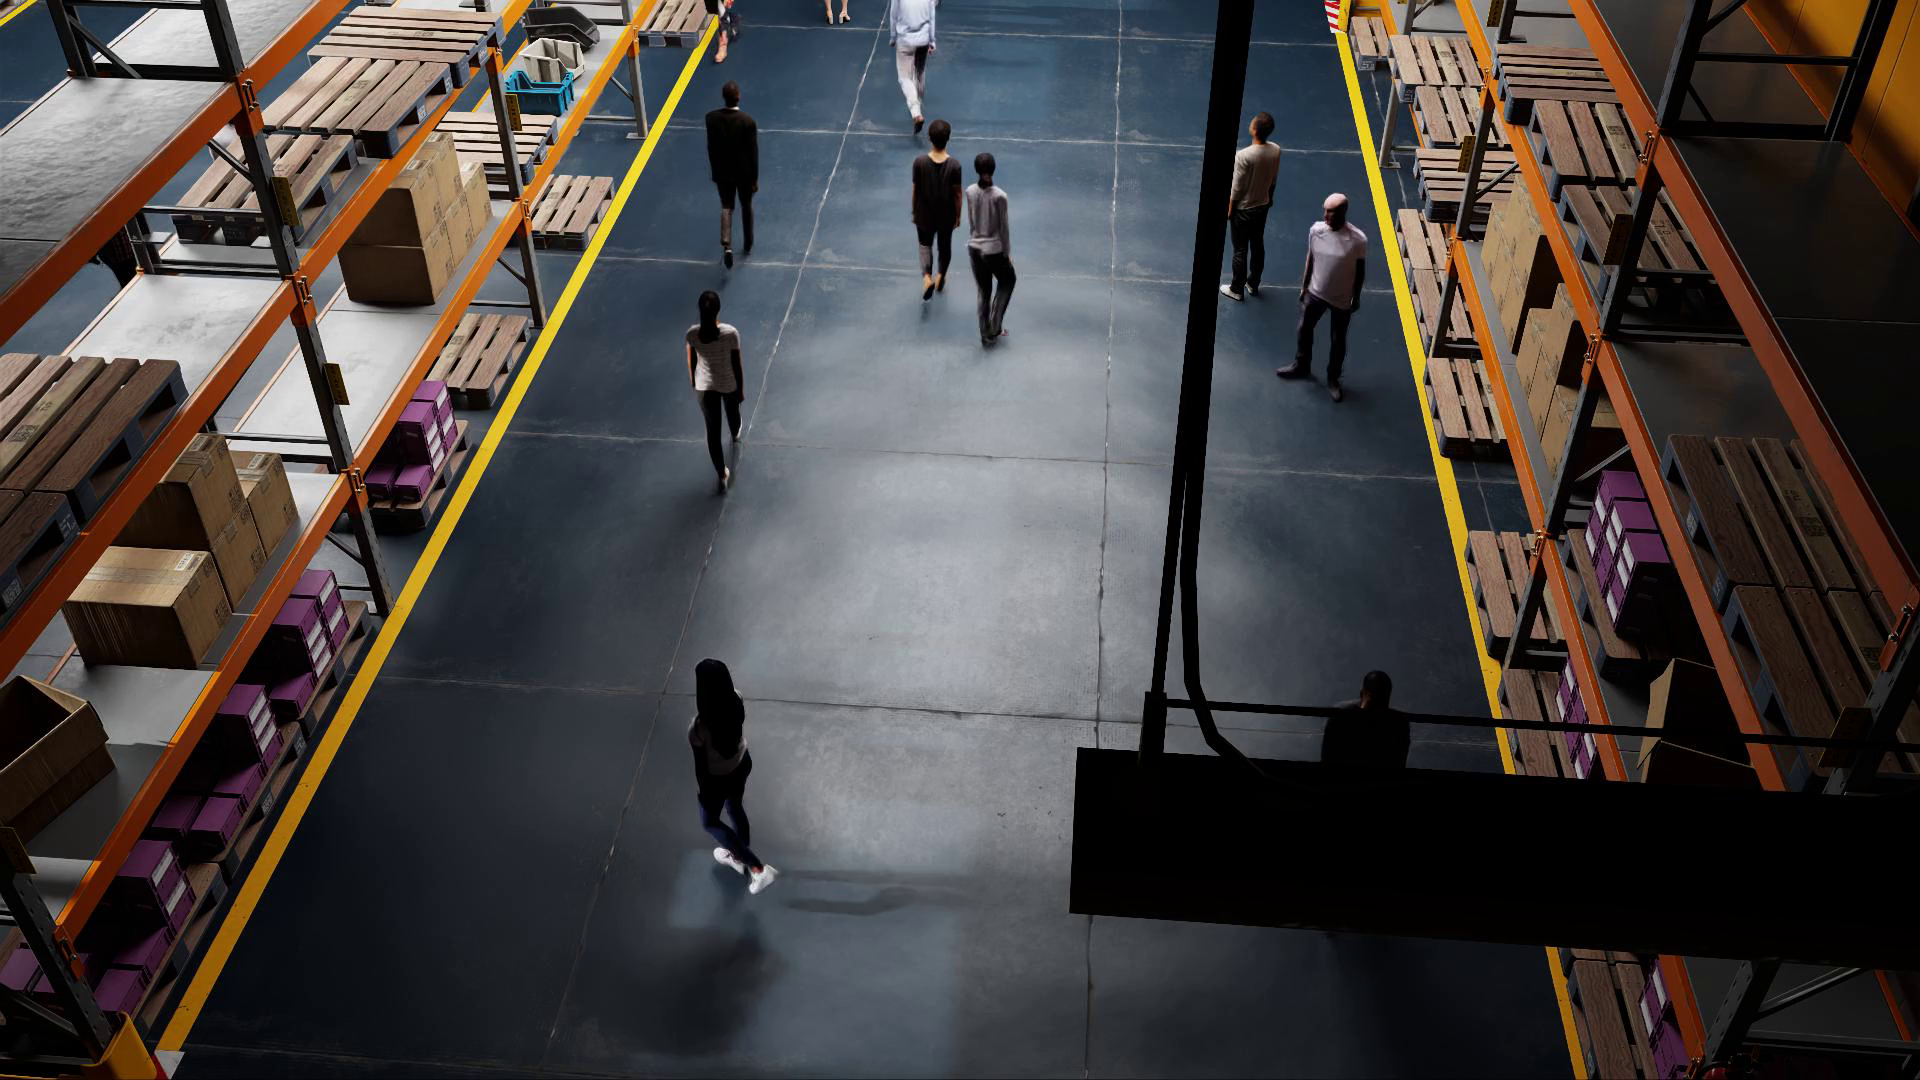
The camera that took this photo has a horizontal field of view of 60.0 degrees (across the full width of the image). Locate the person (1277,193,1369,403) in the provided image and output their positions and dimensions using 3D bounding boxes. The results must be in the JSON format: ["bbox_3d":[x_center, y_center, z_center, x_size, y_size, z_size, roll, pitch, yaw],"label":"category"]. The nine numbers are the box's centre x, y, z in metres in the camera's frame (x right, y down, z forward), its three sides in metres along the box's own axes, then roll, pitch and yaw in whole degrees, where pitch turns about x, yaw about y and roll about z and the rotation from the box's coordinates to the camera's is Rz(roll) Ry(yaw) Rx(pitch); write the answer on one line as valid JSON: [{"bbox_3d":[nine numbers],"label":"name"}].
[{"bbox_3d":[3.158,-2.049,13.932,0.871,1.820,0.828,15,41,17],"label":"person"}]

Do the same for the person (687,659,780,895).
[{"bbox_3d":[-1.290,1.404,9.654,0.869,1.764,0.862,23,44,26],"label":"person"}]

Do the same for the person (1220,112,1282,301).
[{"bbox_3d":[2.670,-3.049,15.192,0.730,1.811,0.743,-19,42,-22],"label":"person"}]

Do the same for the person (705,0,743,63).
[{"bbox_3d":[-2.831,-6.692,19.705,0.918,1.872,1.178,14,41,17],"label":"person"}]

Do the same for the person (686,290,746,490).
[{"bbox_3d":[-1.899,-1.142,12.977,0.685,1.596,1.105,-2,39,-2],"label":"person"}]

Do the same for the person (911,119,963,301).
[{"bbox_3d":[-0.227,-2.977,15.188,0.646,1.703,0.868,2,39,2],"label":"person"}]

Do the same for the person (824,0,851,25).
[{"bbox_3d":[-1.568,-7.276,20.515,0.629,1.773,0.608,3,39,4],"label":"person"}]

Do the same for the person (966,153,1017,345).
[{"bbox_3d":[0.196,-2.491,14.540,0.756,1.754,0.787,25,45,28],"label":"person"}]

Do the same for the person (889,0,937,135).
[{"bbox_3d":[-0.492,-5.336,18.014,0.961,1.862,1.262,-11,40,-14],"label":"person"}]

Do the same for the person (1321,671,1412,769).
[{"bbox_3d":[2.317,1.374,9.710,0.629,1.740,0.778,1,39,1],"label":"person"}]

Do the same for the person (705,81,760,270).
[{"bbox_3d":[-2.144,-3.405,15.665,0.671,1.777,1.056,2,39,3],"label":"person"}]
